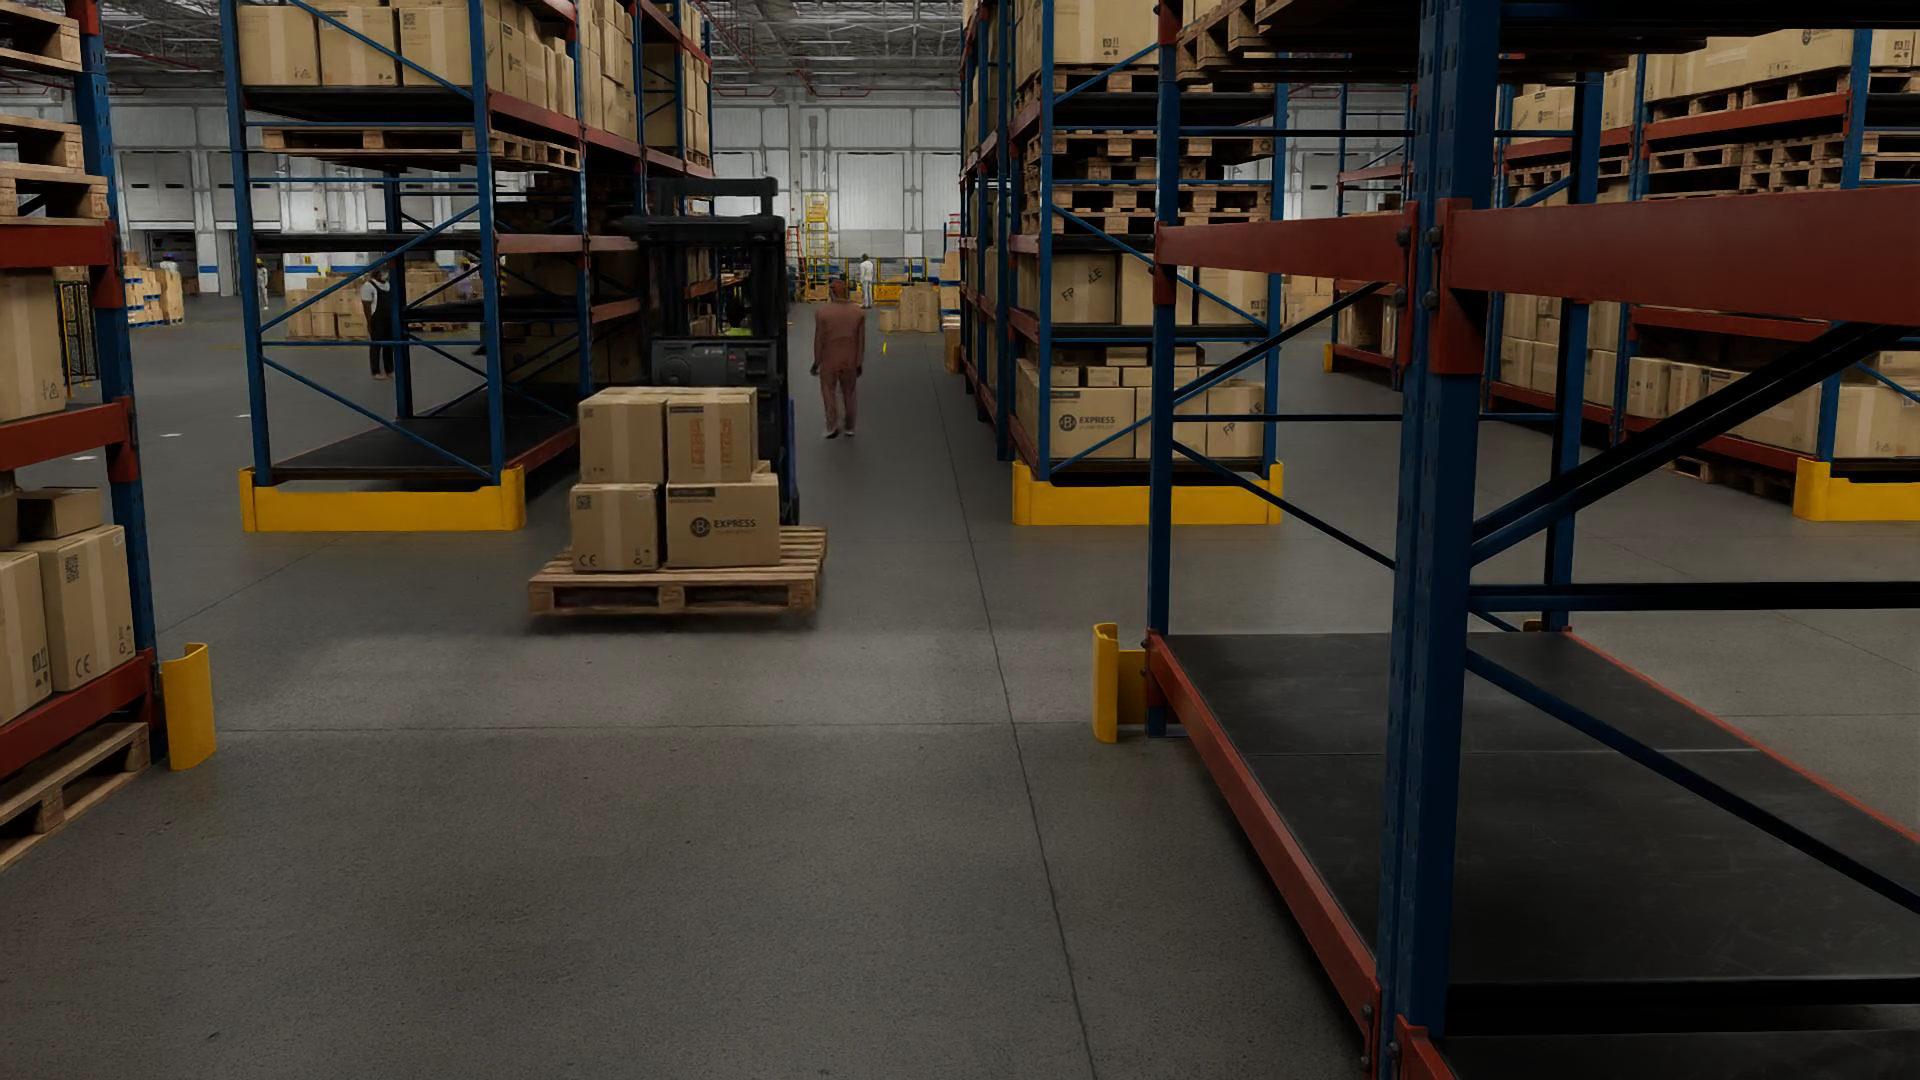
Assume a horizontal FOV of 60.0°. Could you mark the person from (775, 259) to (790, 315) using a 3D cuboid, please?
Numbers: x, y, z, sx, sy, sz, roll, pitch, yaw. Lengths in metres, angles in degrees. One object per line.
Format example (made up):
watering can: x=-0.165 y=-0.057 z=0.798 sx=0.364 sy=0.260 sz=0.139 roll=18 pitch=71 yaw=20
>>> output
person: x=-5.723 y=-8.133 z=53.360 sx=0.434 sy=1.827 sz=0.553 roll=10 pitch=14 yaw=43

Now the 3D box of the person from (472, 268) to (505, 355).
person: x=-9.676 y=-4.777 z=34.486 sx=0.899 sy=1.906 sz=0.553 roll=-8 pitch=13 yaw=-39

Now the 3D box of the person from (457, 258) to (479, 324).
person: x=-14.166 y=-7.133 z=47.648 sx=0.963 sy=1.892 sz=0.592 roll=2 pitch=10 yaw=13

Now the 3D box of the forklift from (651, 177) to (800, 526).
forklift: x=-1.853 y=-1.386 z=12.844 sx=1.129 sy=2.768 sz=1.873 roll=0 pitch=10 yaw=-2

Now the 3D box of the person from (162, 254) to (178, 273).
person: x=-28.829 y=-9.490 z=60.755 sx=1.019 sy=1.897 sz=0.600 roll=9 pitch=14 yaw=41

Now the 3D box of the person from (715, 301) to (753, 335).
person: x=-2.463 y=-1.792 z=18.400 sx=0.538 sy=1.695 sz=0.320 roll=-6 pitch=12 yaw=-29

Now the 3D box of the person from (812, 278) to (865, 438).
person: x=-1.459 y=-2.175 z=19.970 sx=0.653 sy=1.912 sz=0.407 roll=-5 pitch=11 yaw=-27

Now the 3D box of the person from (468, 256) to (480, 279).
person: x=-16.918 y=-8.929 z=57.759 sx=0.621 sy=1.845 sz=0.429 roll=4 pitch=11 yaw=22

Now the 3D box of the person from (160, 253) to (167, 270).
person: x=-31.324 y=-10.377 z=65.732 sx=1.012 sy=1.881 sz=0.565 roll=9 pitch=13 yaw=40

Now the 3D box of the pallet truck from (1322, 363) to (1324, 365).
pallet truck: x=7.712 y=-4.157 z=30.737 sx=1.885 sy=1.965 sz=0.823 roll=3 pitch=11 yaw=16

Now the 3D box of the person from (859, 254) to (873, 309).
person: x=-3.290 y=-8.984 z=57.887 sx=0.531 sy=1.931 sz=0.676 roll=6 pitch=12 yaw=31

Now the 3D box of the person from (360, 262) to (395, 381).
person: x=-9.781 y=-3.734 z=28.262 sx=0.536 sy=2.000 sz=0.688 roll=5 pitch=11 yaw=27

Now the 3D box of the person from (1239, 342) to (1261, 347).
person: x=6.640 y=-5.259 z=37.115 sx=0.713 sy=1.923 sz=0.370 roll=4 pitch=11 yaw=22

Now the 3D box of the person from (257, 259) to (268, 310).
person: x=-24.179 y=-8.833 z=57.495 sx=0.485 sy=1.745 sz=0.296 roll=2 pitch=10 yaw=12
